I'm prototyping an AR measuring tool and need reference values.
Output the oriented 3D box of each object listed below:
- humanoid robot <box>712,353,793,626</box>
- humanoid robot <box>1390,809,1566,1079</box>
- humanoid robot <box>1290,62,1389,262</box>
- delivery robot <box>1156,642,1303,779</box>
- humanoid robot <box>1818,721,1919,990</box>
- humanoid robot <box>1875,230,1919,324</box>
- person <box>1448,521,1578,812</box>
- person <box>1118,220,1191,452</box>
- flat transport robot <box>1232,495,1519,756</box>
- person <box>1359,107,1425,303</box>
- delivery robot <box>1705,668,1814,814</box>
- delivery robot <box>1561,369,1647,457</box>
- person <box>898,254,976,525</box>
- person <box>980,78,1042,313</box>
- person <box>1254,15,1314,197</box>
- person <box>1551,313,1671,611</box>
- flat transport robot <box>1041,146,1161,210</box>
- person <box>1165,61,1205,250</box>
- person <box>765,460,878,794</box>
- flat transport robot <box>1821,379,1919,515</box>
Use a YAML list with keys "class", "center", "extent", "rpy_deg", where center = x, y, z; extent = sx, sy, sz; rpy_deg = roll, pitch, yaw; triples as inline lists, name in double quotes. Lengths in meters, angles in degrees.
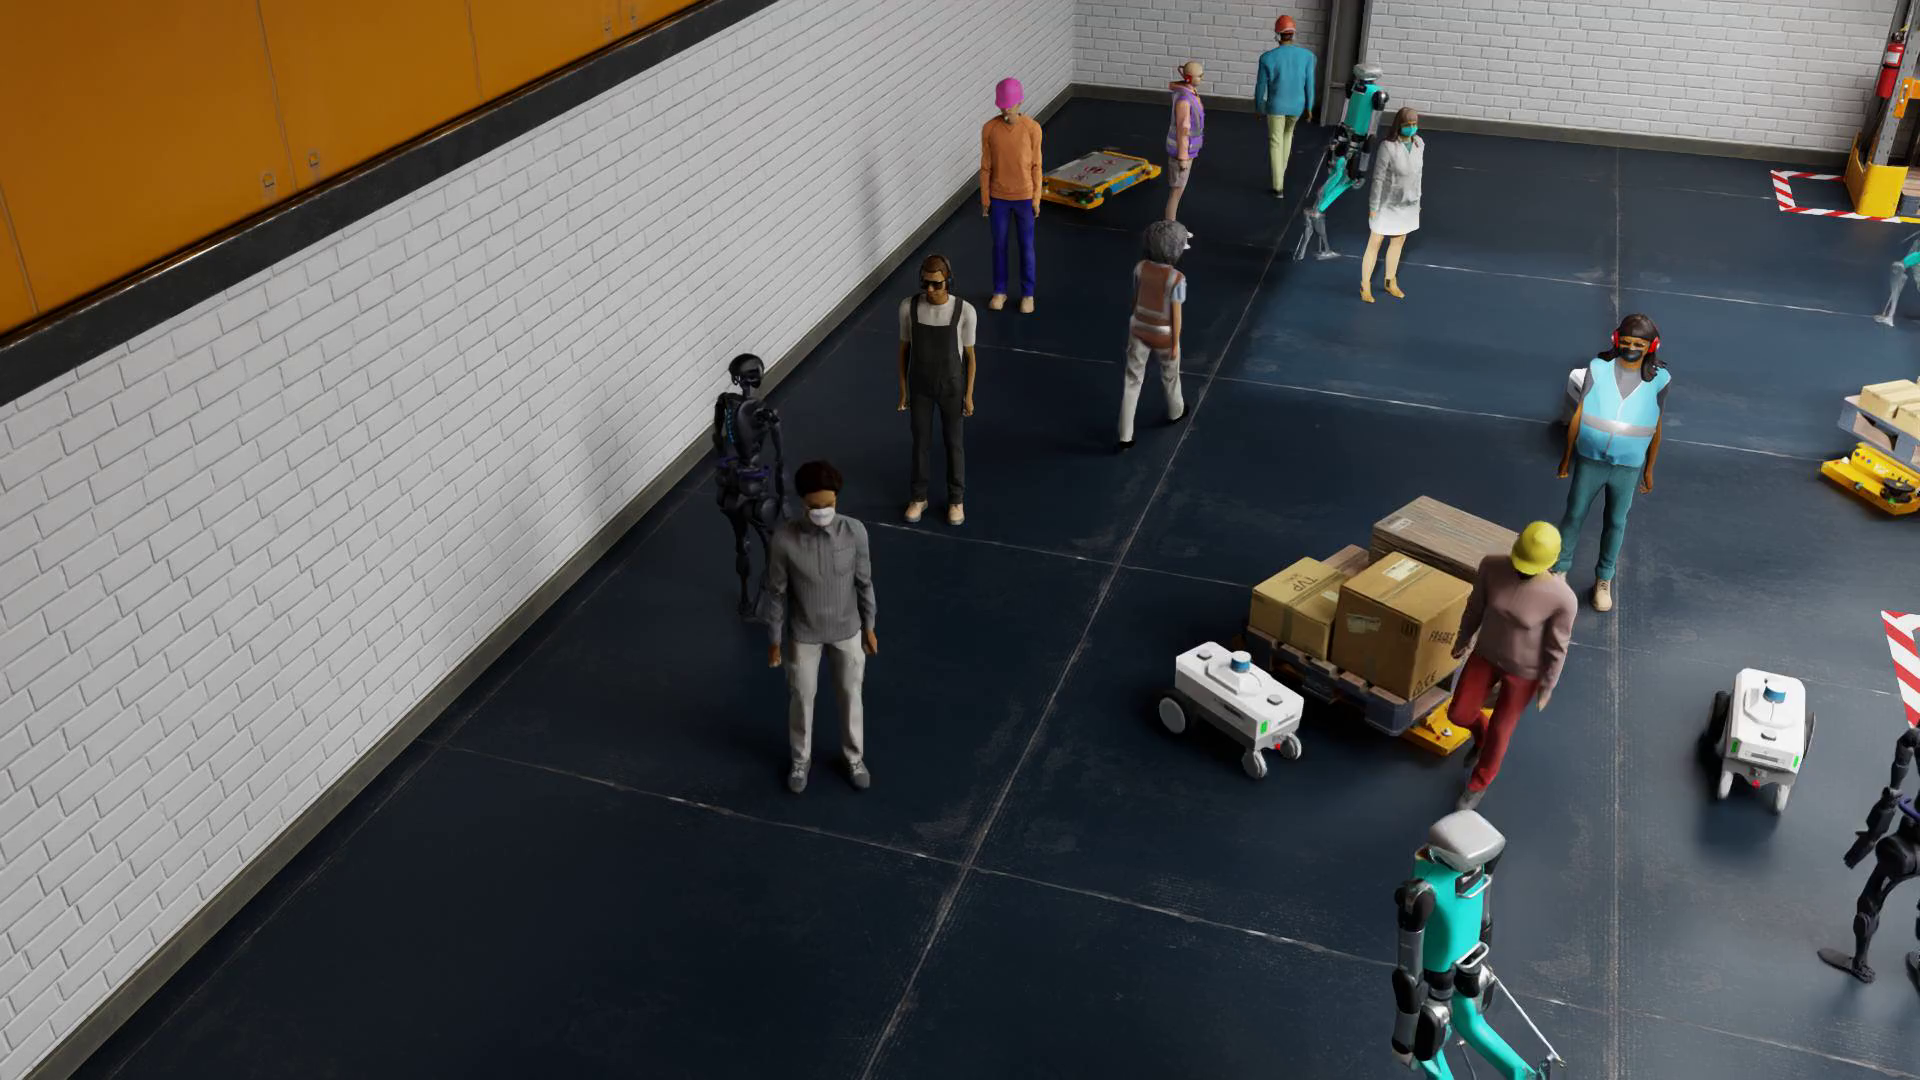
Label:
- class: "humanoid robot"
  center: [-1.264, -0.278, 9.715]
  extent: [0.616, 1.647, 0.454]
  rpy_deg: [22, 37, 32]
- class: "humanoid robot"
  center: [1.940, 1.843, 6.088]
  extent: [0.539, 1.763, 1.028]
  rpy_deg: [-24, 38, -35]
- class: "humanoid robot"
  center: [3.298, -3.273, 14.848]
  extent: [0.847, 1.876, 0.534]
  rpy_deg: [-12, 32, -19]
- class: "delivery robot"
  center: [1.462, 0.859, 8.890]
  extent: [0.499, 0.603, 0.792]
  rpy_deg: [-21, 36, -32]
- class: "humanoid robot"
  center: [4.146, 1.250, 7.118]
  extent: [0.590, 1.643, 0.364]
  rpy_deg: [-9, 32, -14]
- class: "humanoid robot"
  center: [8.026, -2.560, 13.563]
  extent: [0.544, 1.796, 0.821]
  rpy_deg: [-17, 34, -26]
- class: "person"
  center: [2.680, 0.604, 8.139]
  extent: [0.461, 1.736, 0.569]
  rpy_deg: [-26, 39, -37]
- class: "person"
  center: [1.384, -1.473, 11.767]
  extent: [0.457, 1.642, 0.863]
  rpy_deg: [18, 35, 28]
- class: "flat transport robot"
  center: [2.314, 0.714, 9.410]
  extent: [0.659, 0.231, 1.431]
  rpy_deg: [-26, 39, -37]
- class: "person"
  center: [3.678, -2.824, 14.054]
  extent: [0.496, 1.659, 0.336]
  rpy_deg: [-11, 32, -18]
- class: "delivery robot"
  center: [4.174, 0.995, 8.640]
  extent: [0.499, 0.584, 0.783]
  rpy_deg: [13, 33, 21]
- class: "delivery robot"
  center: [4.638, -0.922, 11.929]
  extent: [0.499, 0.612, 0.796]
  rpy_deg: [-2, 31, -3]
- class: "person"
  center: [-0.150, -0.961, 10.705]
  extent: [0.505, 1.846, 0.345]
  rpy_deg: [4, 31, 7]
- class: "person"
  center: [0.421, -2.861, 13.817]
  extent: [0.521, 1.972, 0.405]
  rpy_deg: [5, 31, 8]
- class: "person"
  center: [3.209, -4.351, 16.607]
  extent: [0.569, 1.704, 0.806]
  rpy_deg: [-4, 31, -6]
- class: "person"
  center: [3.832, -0.460, 9.832]
  extent: [0.537, 1.865, 0.381]
  rpy_deg: [11, 32, 18]
- class: "flat transport robot"
  center: [1.398, -3.673, 16.874]
  extent: [0.659, 0.231, 1.431]
  rpy_deg: [20, 36, 30]
- class: "person"
  center: [2.048, -3.530, 15.223]
  extent: [0.343, 1.693, 0.490]
  rpy_deg: [7, 31, 11]
- class: "person"
  center: [-0.690, 0.434, 8.286]
  extent: [0.564, 1.891, 0.411]
  rpy_deg: [-5, 31, -9]
- class: "flat transport robot"
  center: [6.773, -0.500, 11.476]
  extent: [1.431, 0.231, 0.659]
  rpy_deg: [-10, 32, -16]
